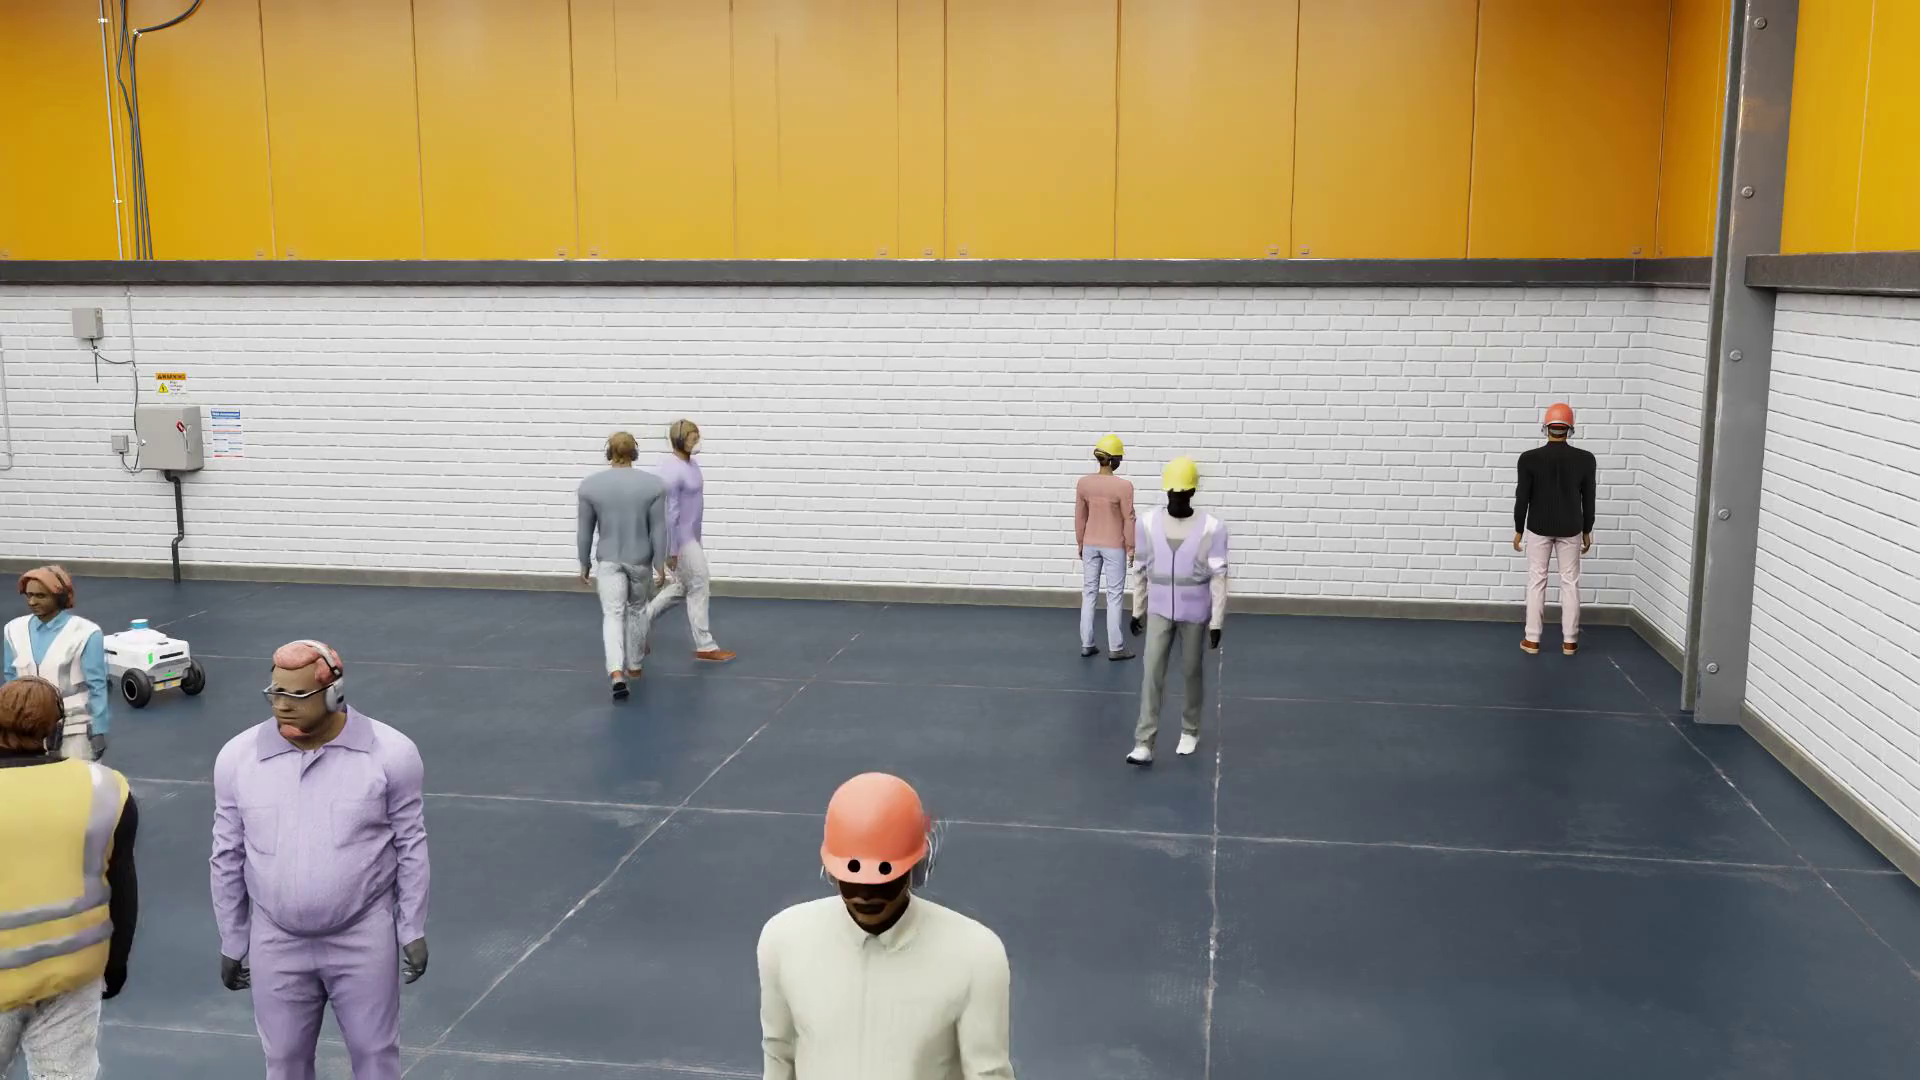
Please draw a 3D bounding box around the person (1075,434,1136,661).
[{"bbox_3d":[1.149,0.056,13.000,0.533,1.767,0.326,7,11,36],"label":"person"}]

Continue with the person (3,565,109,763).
[{"bbox_3d":[-4.359,0.922,8.057,0.536,1.623,0.388,1,9,5],"label":"person"}]

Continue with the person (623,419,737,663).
[{"bbox_3d":[-2.194,0.009,12.848,0.847,1.913,0.637,1,9,4],"label":"person"}]

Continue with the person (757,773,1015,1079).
[{"bbox_3d":[-0.163,1.440,3.953,0.616,1.945,1.011,1,9,5],"label":"person"}]

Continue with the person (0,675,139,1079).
[{"bbox_3d":[-2.829,1.318,5.052,0.649,1.820,0.477,-8,12,-42],"label":"person"}]

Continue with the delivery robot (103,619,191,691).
[{"bbox_3d":[-5.806,0.806,11.806,0.707,0.478,0.477,6,11,31],"label":"delivery robot"}]

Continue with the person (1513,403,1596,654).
[{"bbox_3d":[4.696,-0.086,13.165,0.612,1.996,0.389,2,9,13],"label":"person"}]

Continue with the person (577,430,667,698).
[{"bbox_3d":[-2.421,0.159,11.957,0.640,1.908,0.959,-2,9,-11],"label":"person"}]

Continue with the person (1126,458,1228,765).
[{"bbox_3d":[1.306,0.452,10.174,0.623,1.887,0.922,3,10,21],"label":"person"}]

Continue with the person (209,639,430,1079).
[{"bbox_3d":[-2.009,1.245,5.240,0.652,1.904,0.403,-2,9,-10],"label":"person"}]
